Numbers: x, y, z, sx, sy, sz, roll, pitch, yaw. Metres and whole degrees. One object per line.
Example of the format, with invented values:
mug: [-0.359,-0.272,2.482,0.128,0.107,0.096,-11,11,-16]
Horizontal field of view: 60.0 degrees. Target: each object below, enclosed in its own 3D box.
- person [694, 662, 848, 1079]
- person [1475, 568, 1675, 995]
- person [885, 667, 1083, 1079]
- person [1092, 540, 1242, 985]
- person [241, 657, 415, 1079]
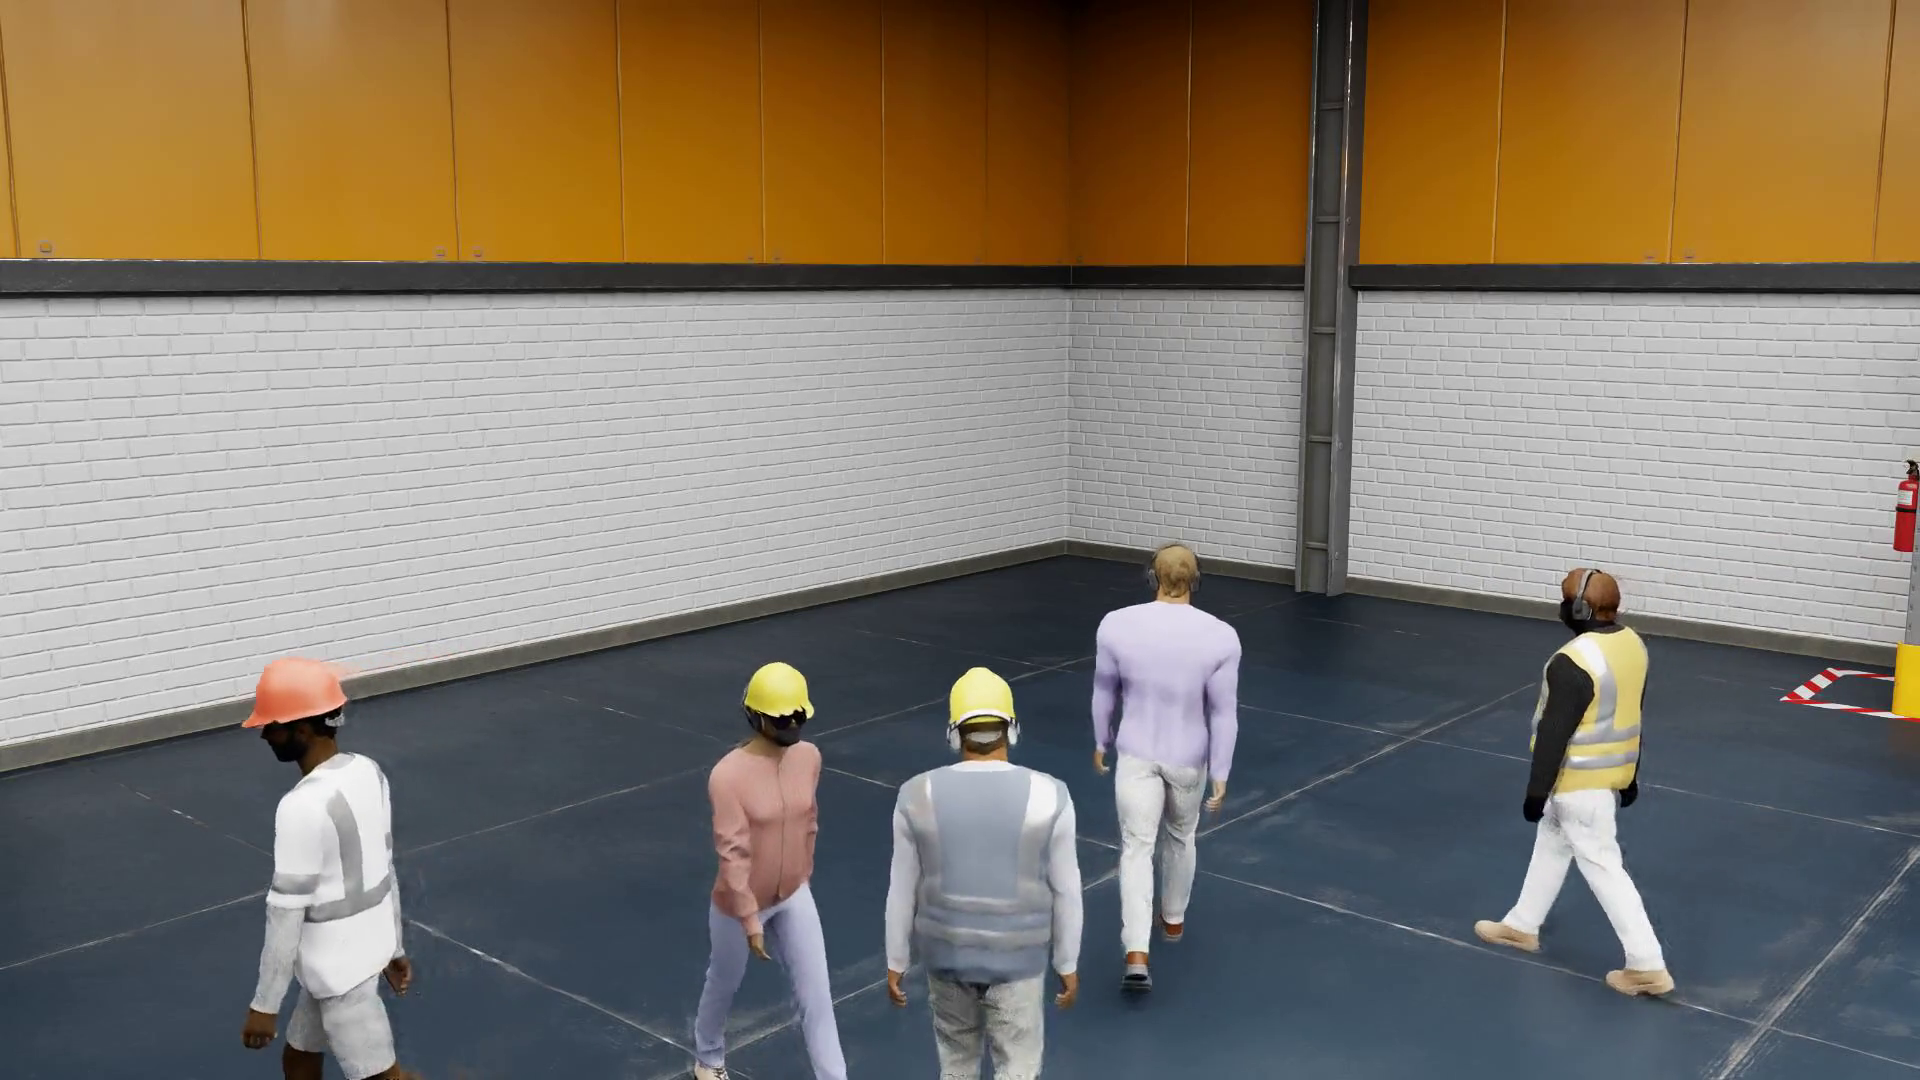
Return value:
person: [-0.670,1.258,5.850,0.520,1.710,0.929,-8,12,-43]
person: [2.700,1.011,7.142,0.944,1.801,0.639,9,13,44]
person: [0.064,1.318,5.220,0.634,1.798,0.671,1,9,9]
person: [0.885,0.951,7.232,0.644,1.904,1.001,1,9,8]
person: [-1.857,1.285,5.150,0.993,1.899,0.556,-1,9,-4]
